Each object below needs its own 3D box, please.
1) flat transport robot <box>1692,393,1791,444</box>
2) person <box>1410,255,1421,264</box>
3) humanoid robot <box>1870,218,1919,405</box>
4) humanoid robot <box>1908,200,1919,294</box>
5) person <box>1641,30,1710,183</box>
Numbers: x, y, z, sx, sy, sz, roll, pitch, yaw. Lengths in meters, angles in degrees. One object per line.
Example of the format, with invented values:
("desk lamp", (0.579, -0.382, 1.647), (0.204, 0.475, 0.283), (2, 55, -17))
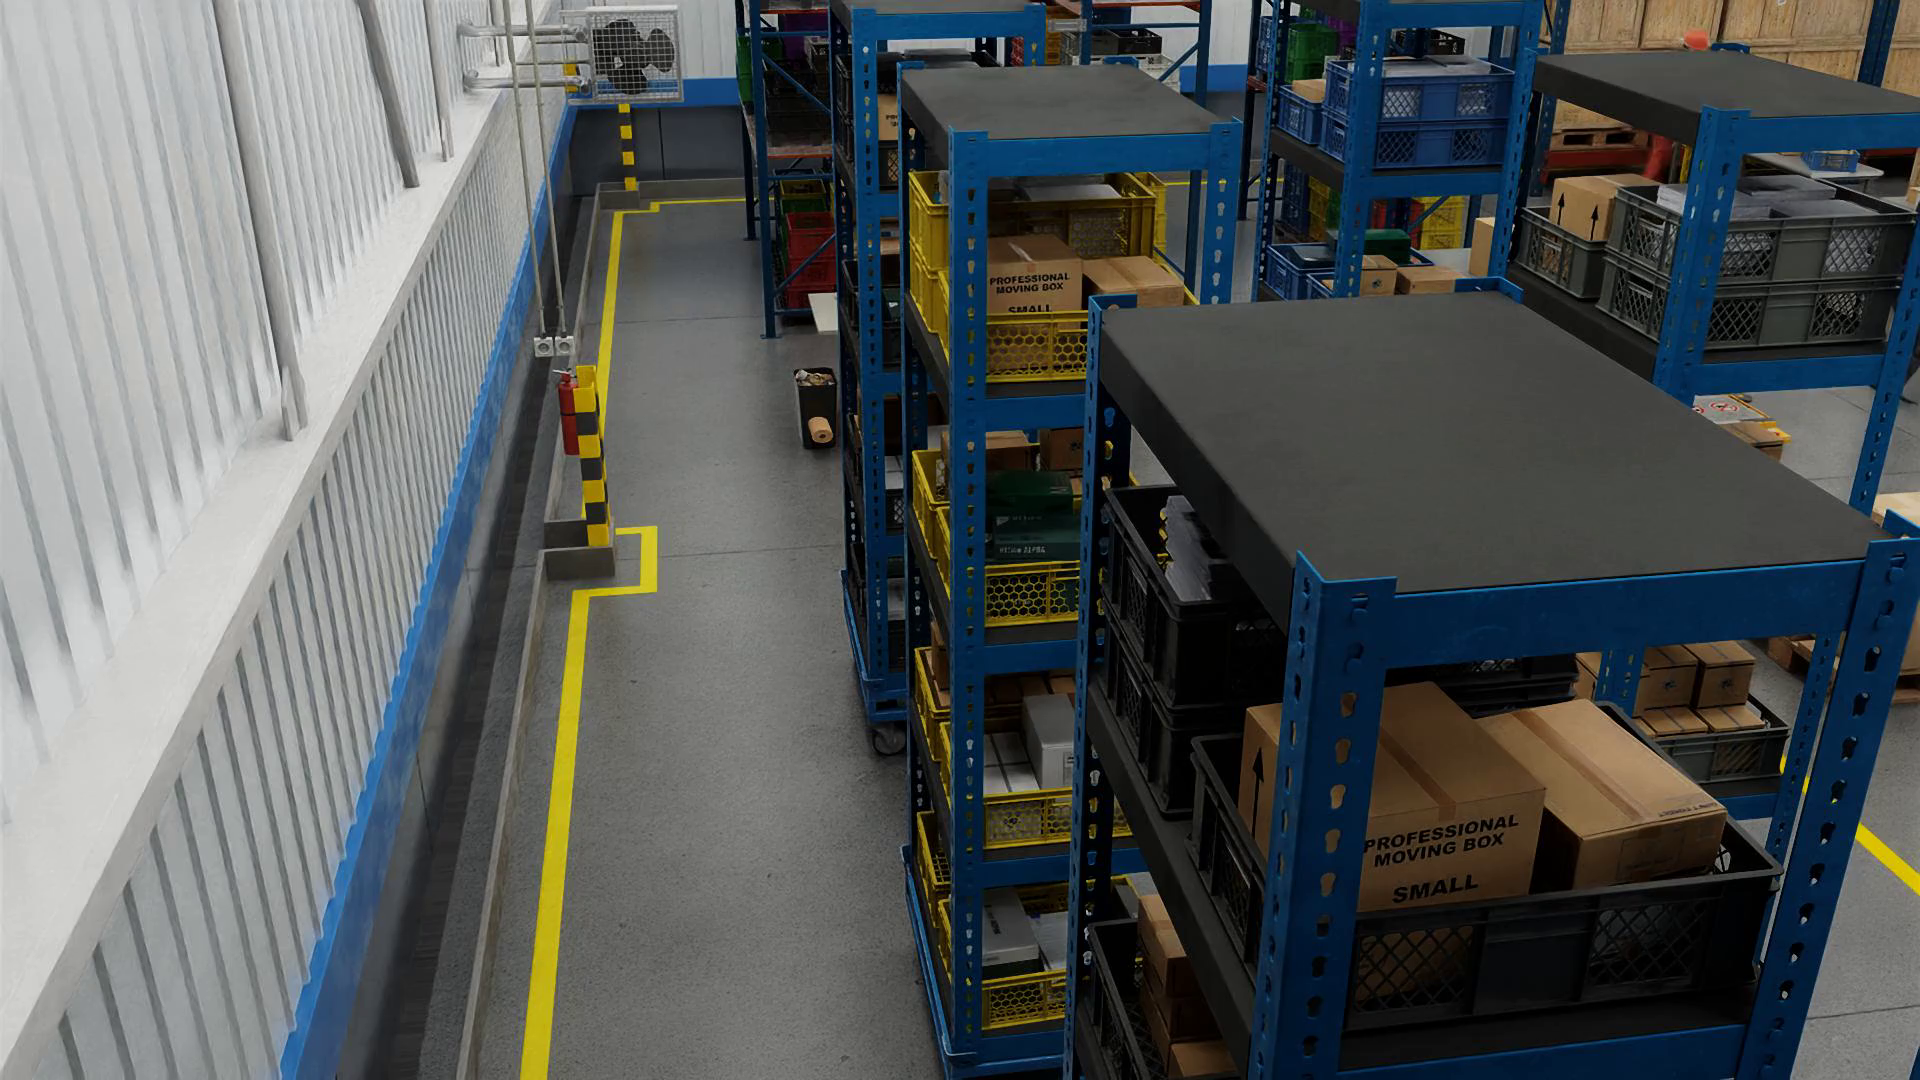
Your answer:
("flat transport robot", (5.224, -0.859, 12.132), (1.431, 0.197, 0.652), (-4, 25, -8))
("person", (2.664, -0.877, 10.299), (0.584, 1.860, 0.728), (-17, 30, -33))
("humanoid robot", (7.327, -1.892, 12.736), (0.514, 1.638, 0.750), (-4, 25, -8))
("humanoid robot", (7.931, -2.257, 13.499), (0.328, 1.660, 0.588), (-20, 31, -36))
("person", (7.904, -4.629, 18.347), (0.831, 1.951, 0.633), (-9, 26, -20))
